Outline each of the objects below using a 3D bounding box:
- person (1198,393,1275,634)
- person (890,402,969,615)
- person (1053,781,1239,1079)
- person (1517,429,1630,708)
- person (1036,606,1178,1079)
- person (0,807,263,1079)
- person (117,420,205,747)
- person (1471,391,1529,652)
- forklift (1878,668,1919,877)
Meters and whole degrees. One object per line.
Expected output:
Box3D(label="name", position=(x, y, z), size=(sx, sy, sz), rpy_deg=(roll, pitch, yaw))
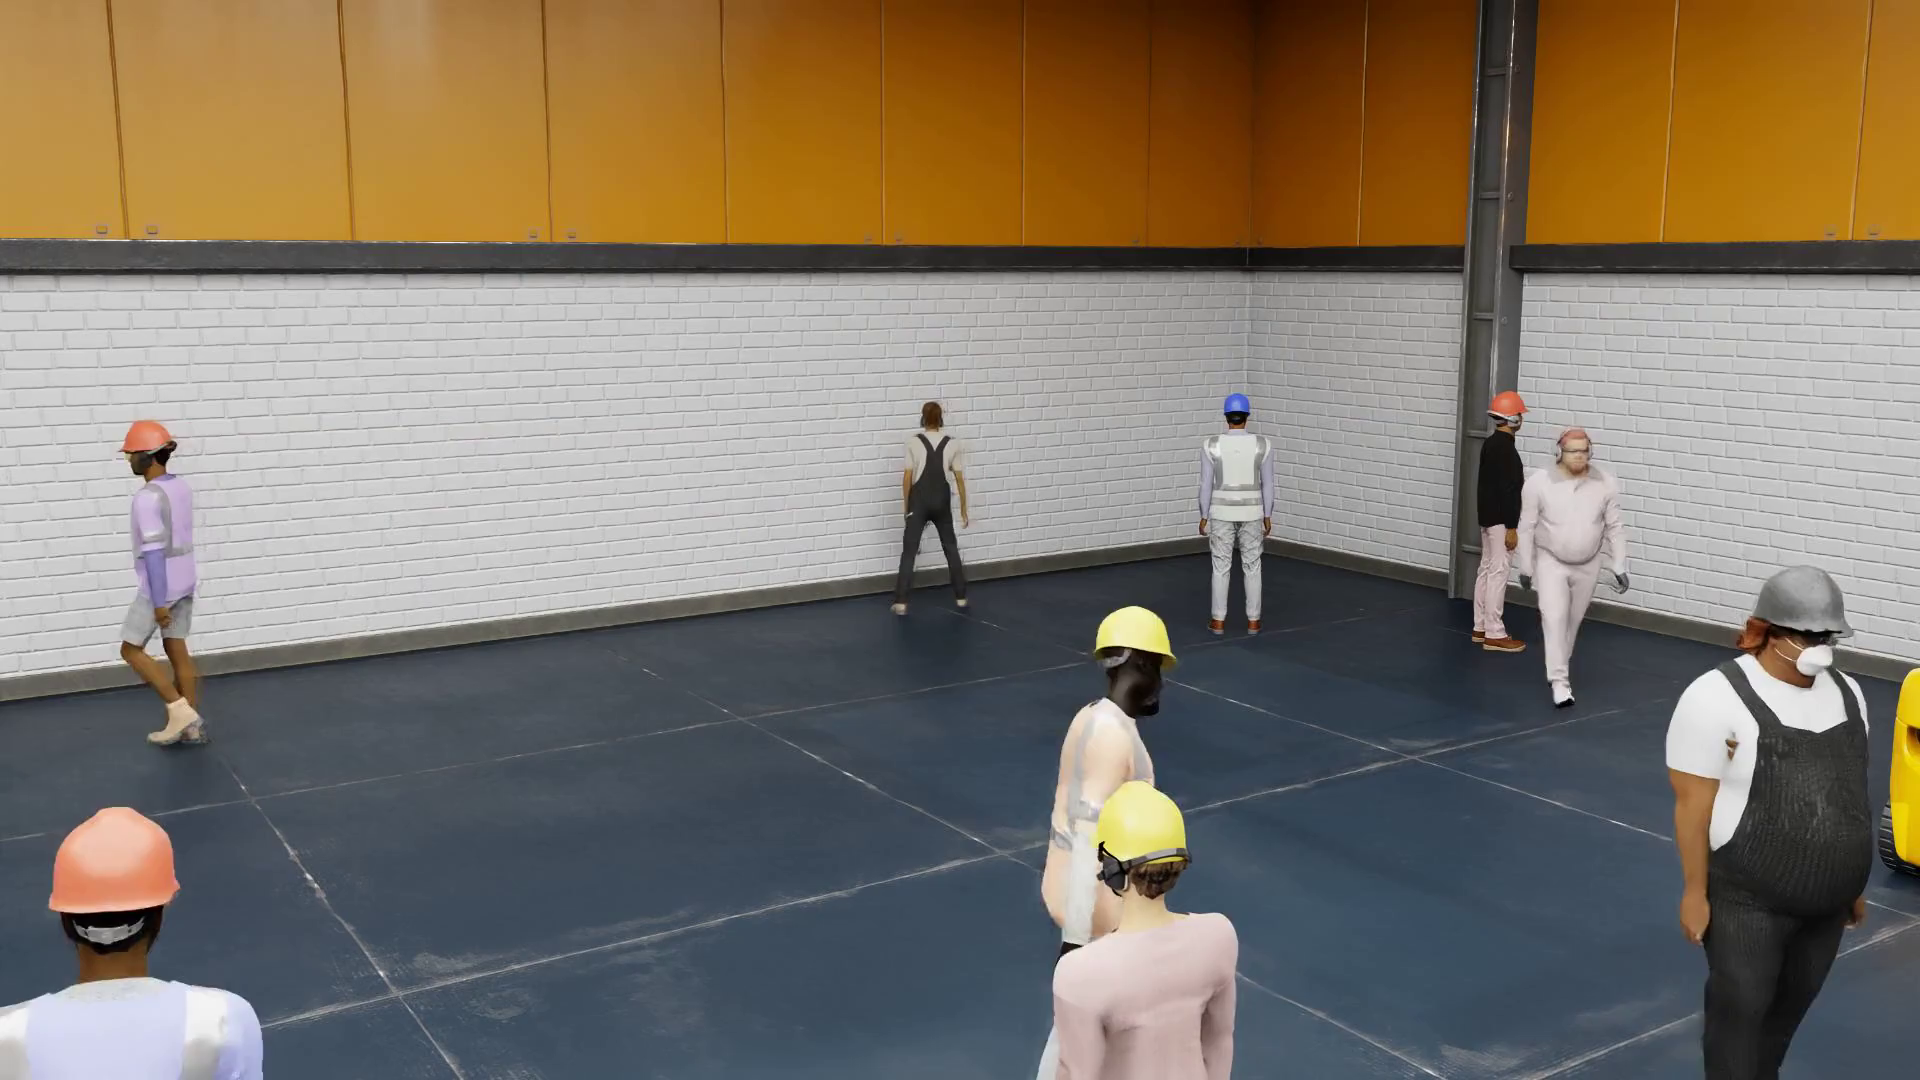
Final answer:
Box3D(label="person", position=(2.210, -0.201, 13.330), size=(0.603, 1.938, 0.402), rpy_deg=(1, 9, 4))
Box3D(label="person", position=(-0.226, -0.275, 14.247), size=(0.749, 1.796, 0.535), rpy_deg=(-2, 10, -14))
Box3D(label="person", position=(0.425, 1.440, 3.958), size=(0.524, 1.769, 0.326), rpy_deg=(-6, 11, -30))
Box3D(label="person", position=(4.130, 0.189, 11.187), size=(0.664, 1.857, 0.962), rpy_deg=(0, 9, 2))
Box3D(label="person", position=(0.513, 1.163, 5.320), size=(0.725, 1.865, 0.673), rpy_deg=(0, 9, -3))
Box3D(label="person", position=(-1.705, 1.471, 3.407), size=(0.555, 1.880, 0.976), rpy_deg=(-5, 10, -25))
Box3D(label="person", position=(-4.898, 0.279, 10.170), size=(0.424, 2.026, 0.618), rpy_deg=(1, 9, 3))
Box3D(label="person", position=(4.174, -0.140, 12.832), size=(0.370, 1.979, 0.622), rpy_deg=(0, 9, 2))
Box3D(label="forklift", position=(5.511, 0.571, 7.906), size=(2.313, 2.155, 1.214), rpy_deg=(-6, 11, -33))
